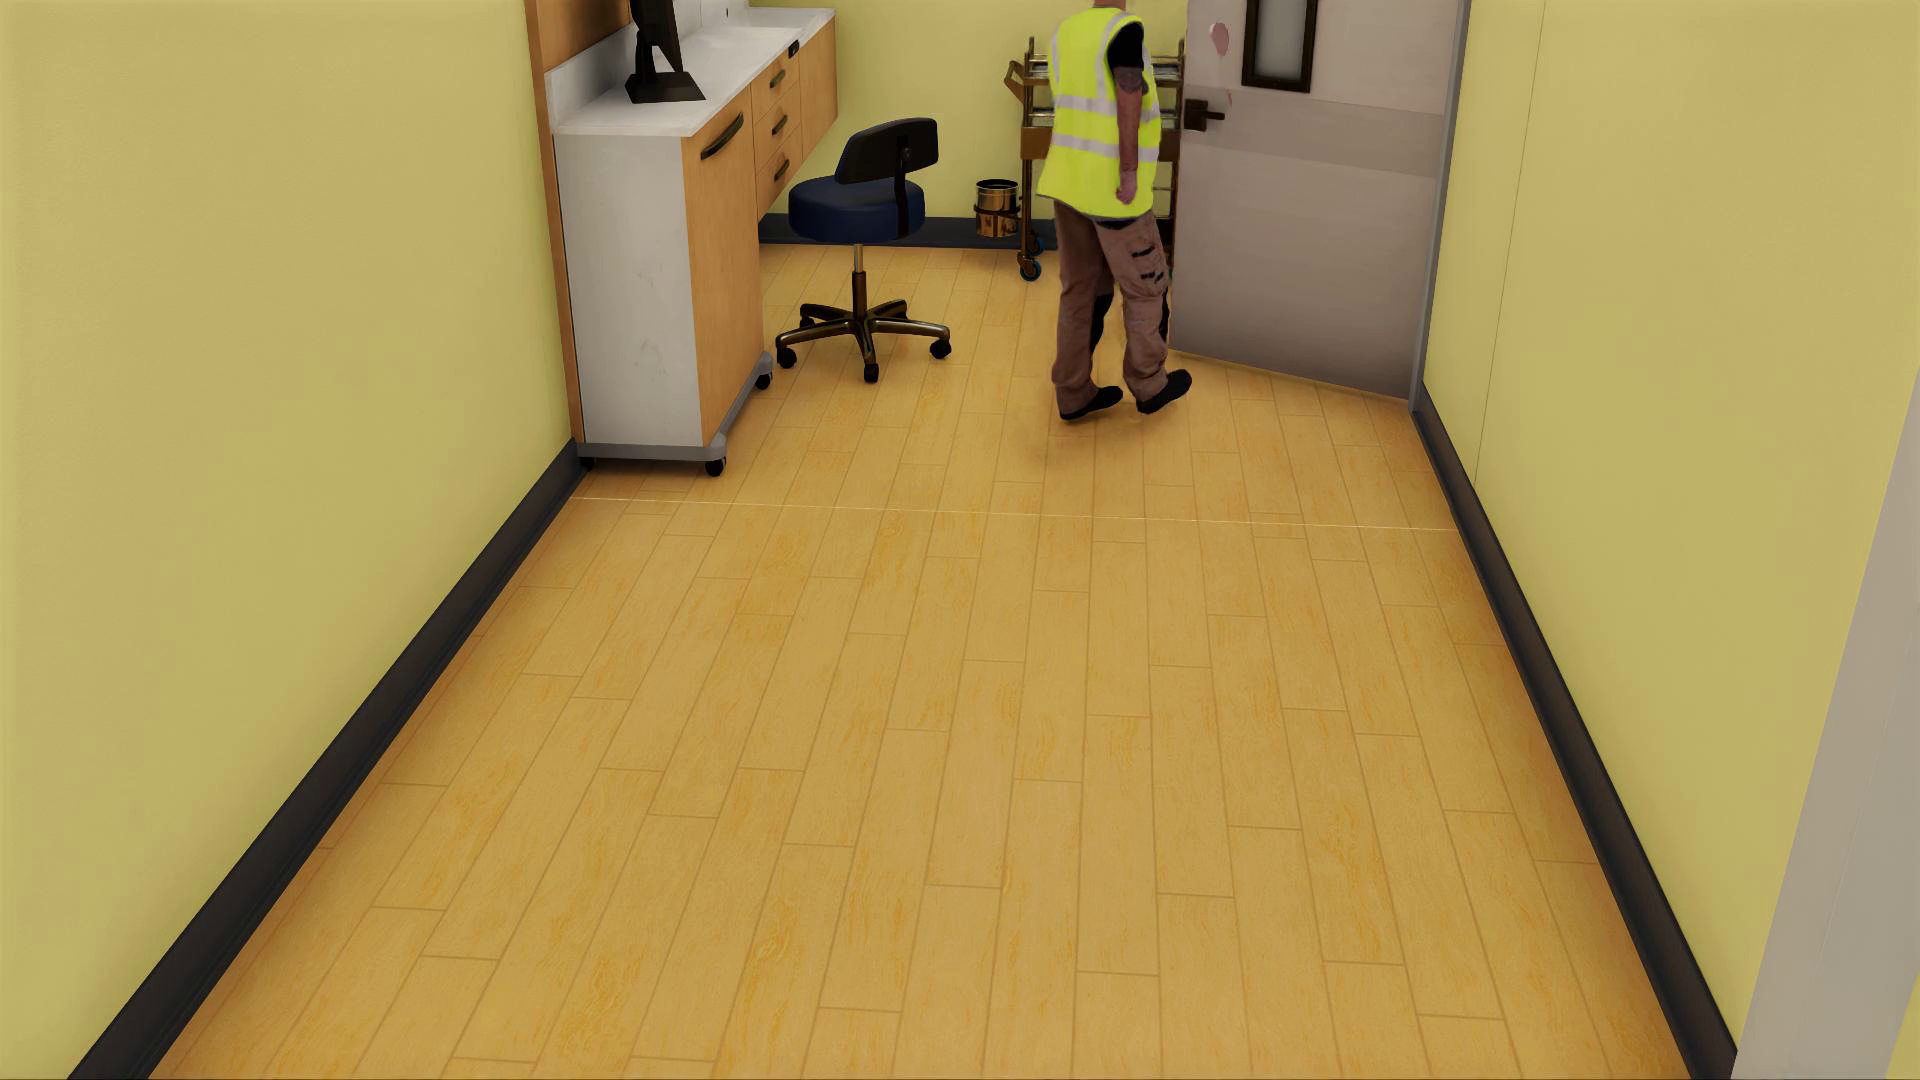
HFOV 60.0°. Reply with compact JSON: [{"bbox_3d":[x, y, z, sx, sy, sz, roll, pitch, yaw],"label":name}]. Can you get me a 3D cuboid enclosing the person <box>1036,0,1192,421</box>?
[{"bbox_3d":[0.534,-1.311,6.291,1.057,1.790,0.995,-12,28,-23],"label":"person"}]
